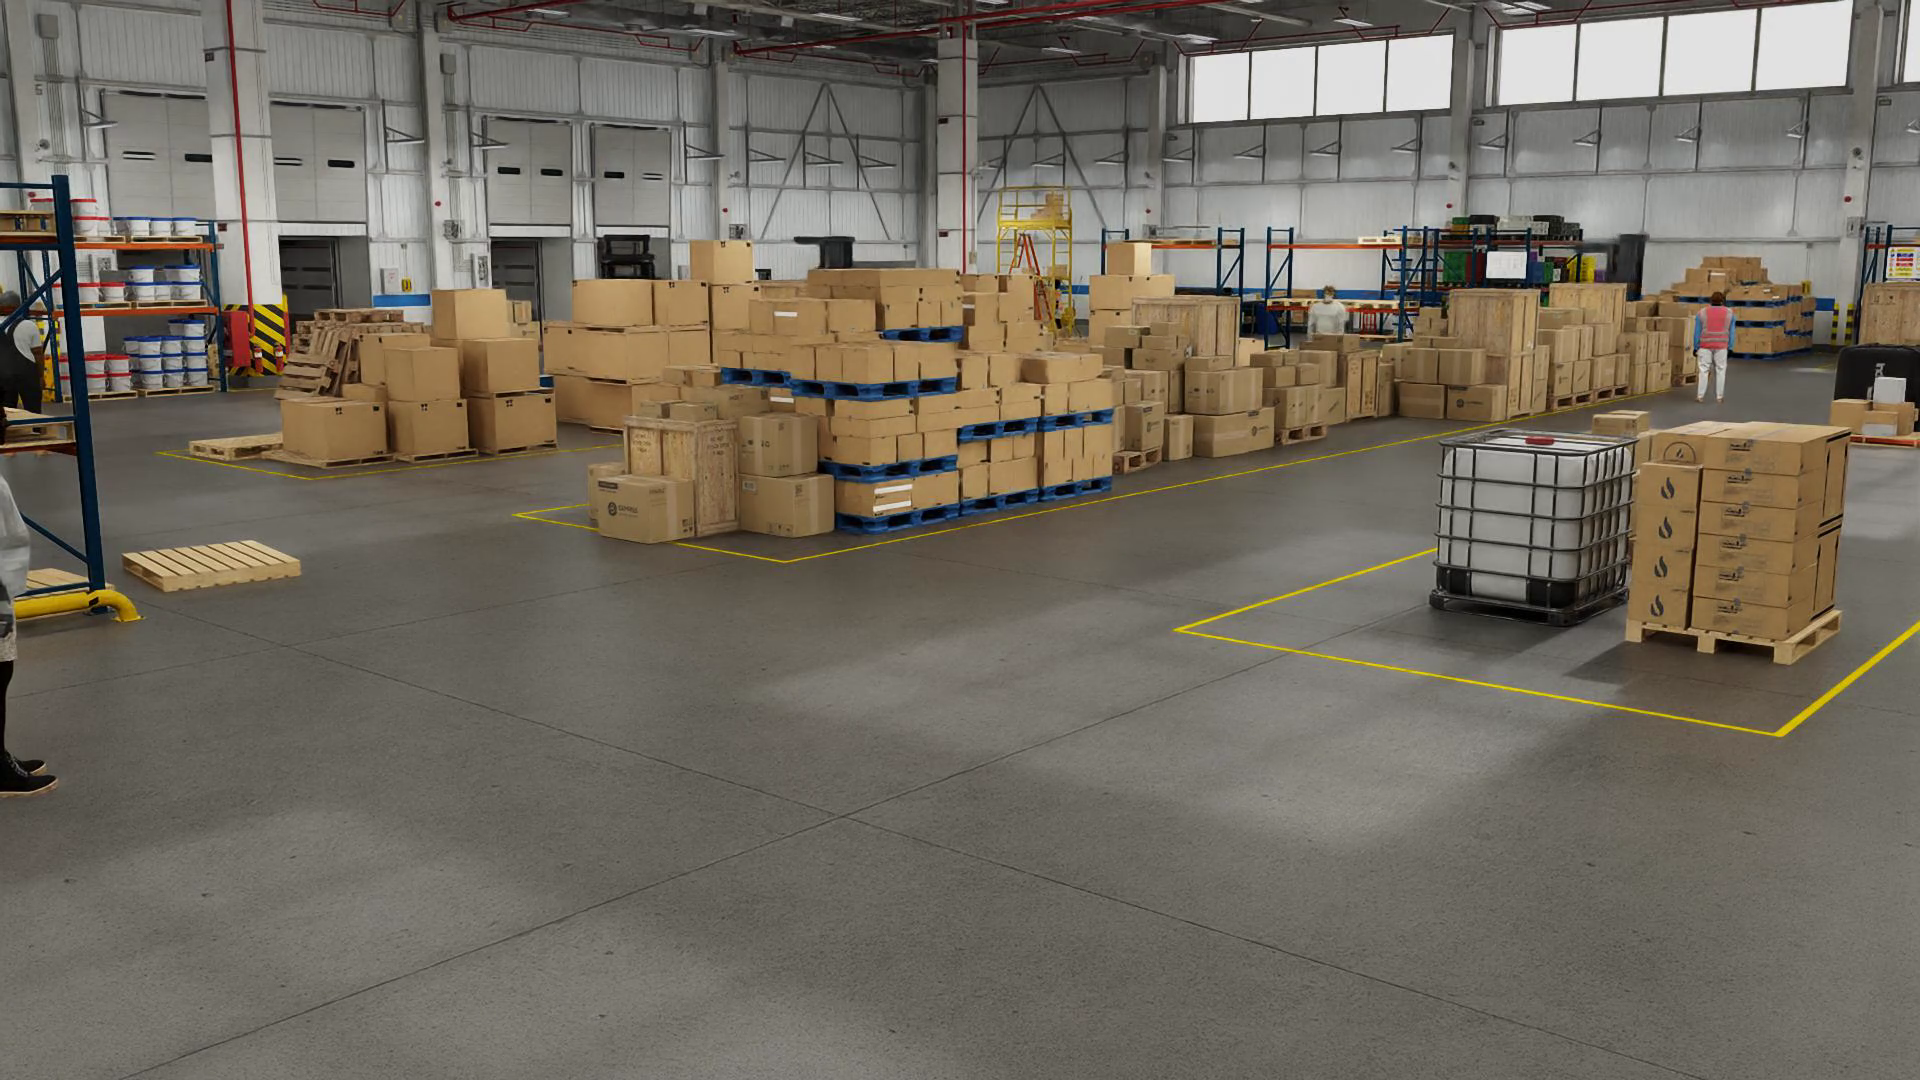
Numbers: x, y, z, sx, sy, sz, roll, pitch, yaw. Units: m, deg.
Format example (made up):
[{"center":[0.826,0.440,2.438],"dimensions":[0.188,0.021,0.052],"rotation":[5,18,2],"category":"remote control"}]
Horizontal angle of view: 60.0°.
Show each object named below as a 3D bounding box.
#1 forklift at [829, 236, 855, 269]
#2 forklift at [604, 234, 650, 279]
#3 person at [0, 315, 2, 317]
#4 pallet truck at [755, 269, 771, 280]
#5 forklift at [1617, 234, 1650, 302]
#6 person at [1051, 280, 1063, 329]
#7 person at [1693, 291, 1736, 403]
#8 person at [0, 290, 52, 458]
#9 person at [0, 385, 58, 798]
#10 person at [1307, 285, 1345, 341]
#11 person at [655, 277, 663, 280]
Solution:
[{"center":[-2.792,-5.840,39.643],"dimensions":[1.873,2.768,1.129],"rotation":[2,10,14],"category":"forklift"},{"center":[-6.924,-4.988,34.790],"dimensions":[1.129,2.768,1.873],"rotation":[-2,10,-11],"category":"forklift"},{"center":[-18.100,-3.910,31.460],"dimensions":[0.436,1.904,0.777],"rotation":[5,11,24],"category":"person"},{"center":[-4.996,-6.432,45.525],"dimensions":[1.885,1.965,0.823],"rotation":[-6,12,-32],"category":"pallet truck"},{"center":[13.630,-4.820,33.837],"dimensions":[1.873,2.768,1.129],"rotation":[7,12,34],"category":"forklift"},{"center":[2.717,-6.463,46.595],"dimensions":[0.318,1.687,0.534],"rotation":[0,10,0],"category":"person"},{"center":[12.390,-3.163,27.357],"dimensions":[0.637,1.842,0.429],"rotation":[3,10,17],"category":"person"},{"center":[-11.505,-2.023,20.300],"dimensions":[0.680,2.000,0.537],"rotation":[-2,10,-12],"category":"person"},{"center":[-4.520,0.218,7.751],"dimensions":[0.361,1.965,0.613],"rotation":[-7,12,-35],"category":"person"},{"center":[6.229,-3.390,28.429],"dimensions":[0.638,1.925,0.512],"rotation":[3,11,19],"category":"person"},{"center":[-6.508,-4.724,36.021],"dimensions":[0.636,1.928,0.380],"rotation":[-4,11,-22],"category":"person"}]
